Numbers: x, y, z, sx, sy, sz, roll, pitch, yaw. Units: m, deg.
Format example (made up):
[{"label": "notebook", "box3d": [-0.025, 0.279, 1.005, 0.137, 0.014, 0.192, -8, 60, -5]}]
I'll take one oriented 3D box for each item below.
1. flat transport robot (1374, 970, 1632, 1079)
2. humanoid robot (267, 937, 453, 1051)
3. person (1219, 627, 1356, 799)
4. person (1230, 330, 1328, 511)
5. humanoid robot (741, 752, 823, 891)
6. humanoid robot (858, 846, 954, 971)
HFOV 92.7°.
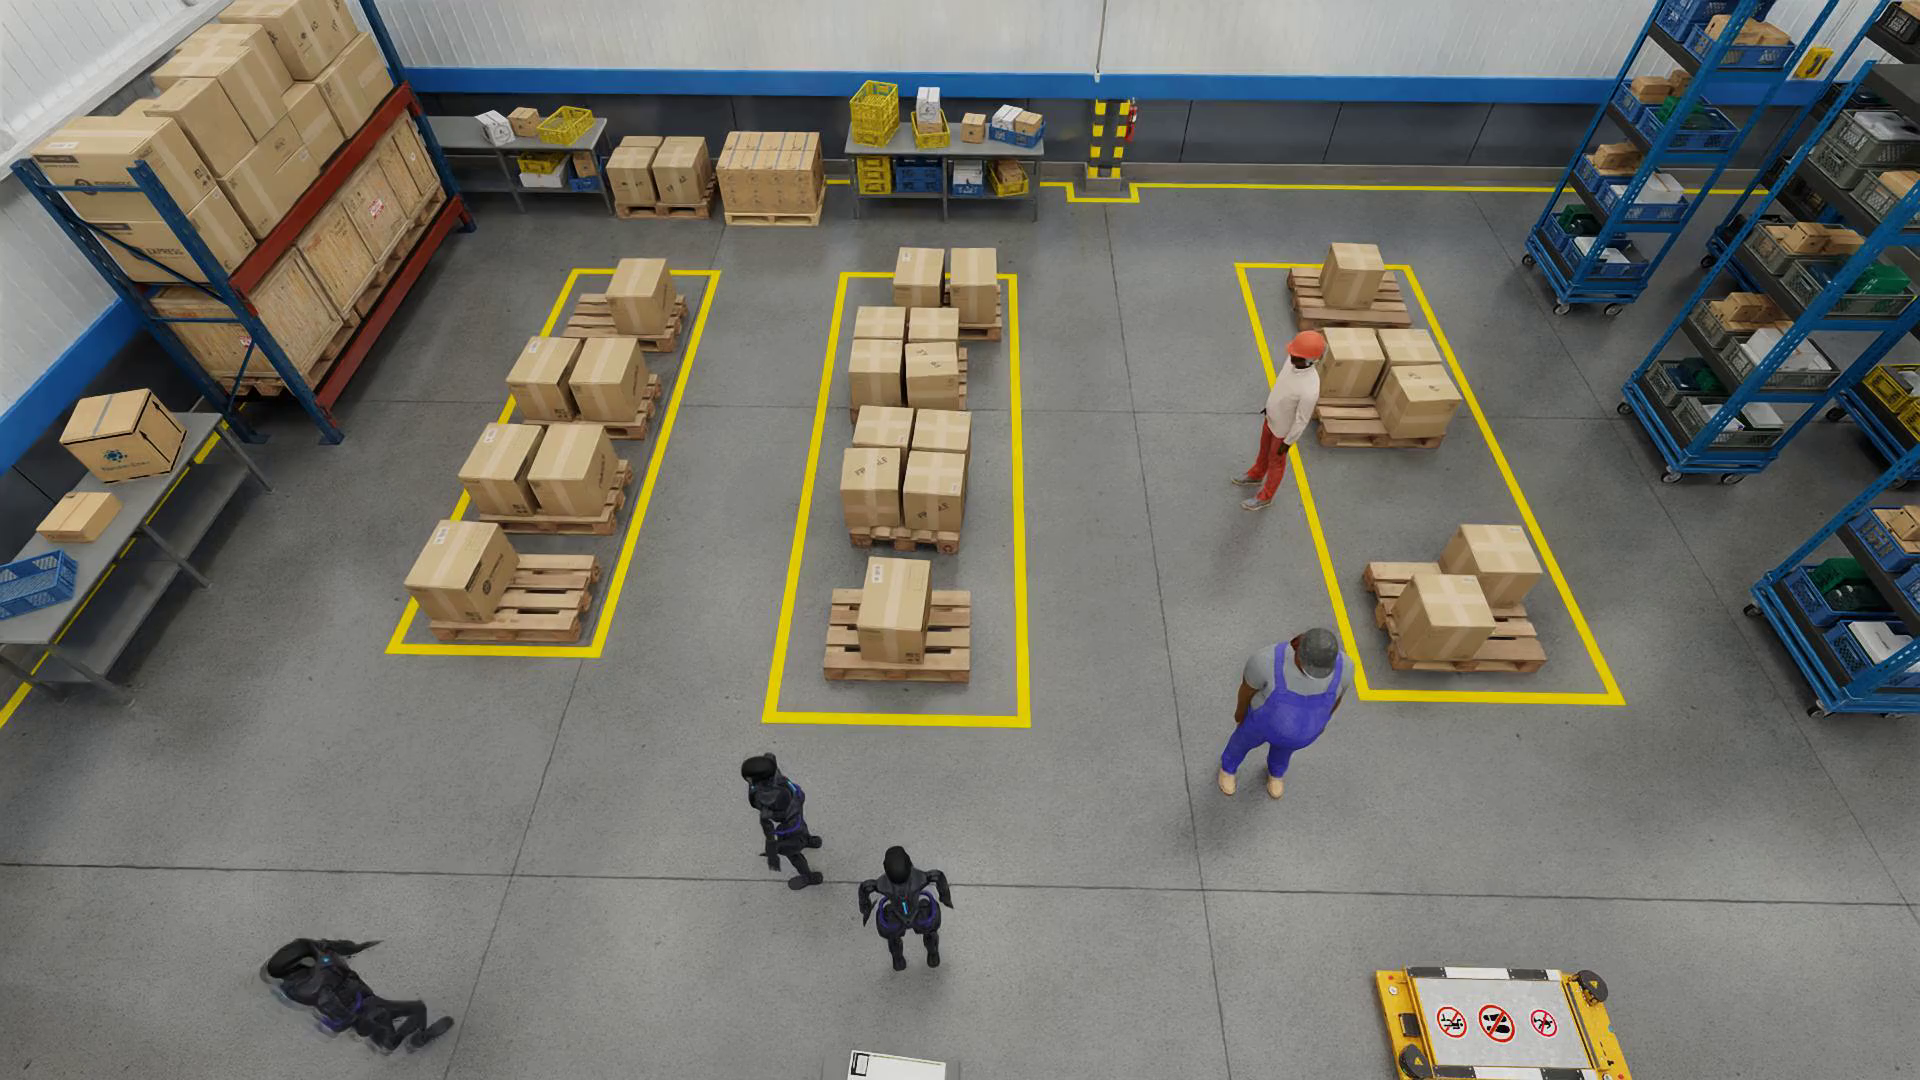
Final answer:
[{"label": "flat transport robot", "box3d": [3.501, 3.133, 5.914, 1.431, 0.197, 0.652, 1, 51, 1]}, {"label": "humanoid robot", "box3d": [-3.546, 2.663, 5.413, 0.577, 1.642, 0.521, 32, 57, 23]}, {"label": "person", "box3d": [2.238, 1.228, 6.342, 0.676, 2.000, 0.536, 5, 51, 4]}, {"label": "person", "box3d": [2.886, -1.069, 8.243, 0.376, 1.996, 0.607, -3, 51, -3]}, {"label": "humanoid robot", "box3d": [-1.180, 1.850, 6.068, 0.350, 1.650, 0.564, -5, 51, -4]}, {"label": "humanoid robot", "box3d": [-0.325, 2.303, 5.701, 0.582, 1.658, 0.320, -6, 51, -5]}]
